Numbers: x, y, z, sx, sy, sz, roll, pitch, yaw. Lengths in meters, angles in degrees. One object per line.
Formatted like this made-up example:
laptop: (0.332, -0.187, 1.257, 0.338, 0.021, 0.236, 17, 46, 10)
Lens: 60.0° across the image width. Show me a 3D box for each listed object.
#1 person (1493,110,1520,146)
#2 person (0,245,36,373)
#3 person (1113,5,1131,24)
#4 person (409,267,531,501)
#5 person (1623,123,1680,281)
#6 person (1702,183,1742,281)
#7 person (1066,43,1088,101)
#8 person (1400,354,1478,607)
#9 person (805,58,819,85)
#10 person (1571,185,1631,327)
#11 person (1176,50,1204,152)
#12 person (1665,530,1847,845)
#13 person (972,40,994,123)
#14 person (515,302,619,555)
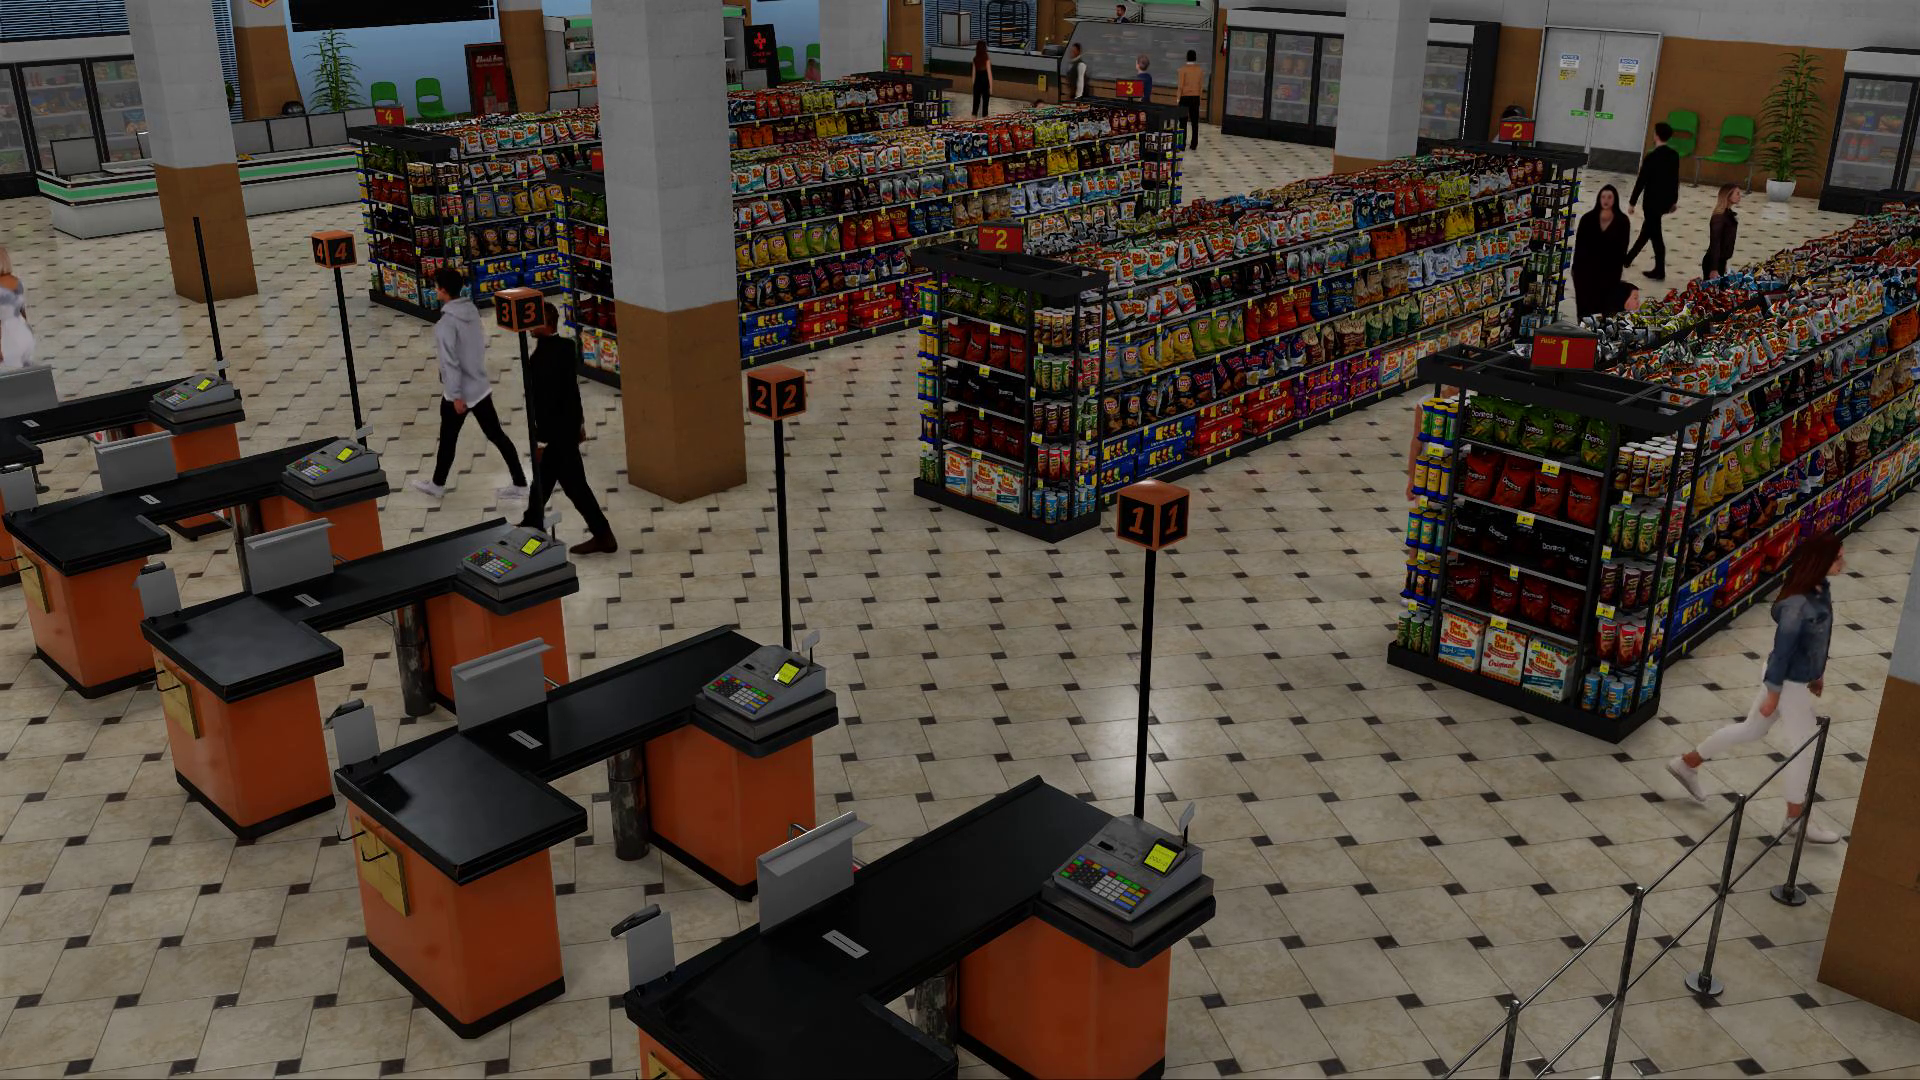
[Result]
person: (7.092, -4.700, 21.807, 0.500, 1.847, 0.702, -17, 27, -36)
person: (-8.180, -1.699, 14.481, 0.767, 1.740, 0.689, 5, 23, 13)
person: (3.712, -11.420, 38.503, 0.631, 1.867, 0.556, 20, 29, 41)
person: (-3.735, -1.147, 12.929, 1.170, 1.873, 1.287, 6, 23, 14)
person: (8.564, -4.099, 20.300, 1.146, 1.856, 0.991, -11, 25, -26)
person: (7.970, -2.913, 17.551, 0.696, 1.703, 0.492, 15, 26, 33)
person: (2.123, -7.902, 29.738, 0.864, 1.876, 0.878, -3, 22, -8)
person: (3.269, -0.402, 11.191, 0.726, 1.787, 0.746, 4, 22, 11)
person: (-3.161, -9.770, 35.538, 0.647, 1.016, 0.665, -5, 22, -12)
person: (6.618, -2.814, 17.251, 0.754, 1.745, 0.779, 11, 24, 26)
person: (4.123, -7.914, 29.929, 0.670, 1.754, 0.807, -8, 23, -19)
person: (4.153, 0.719, 8.563, 0.838, 1.666, 1.108, 13, 25, 29)
person: (0.404, -8.676, 31.867, 0.614, 1.724, 0.567, 14, 26, 32)
person: (-2.809, -0.762, 11.982, 1.278, 1.864, 1.210, 0, 22, -1)
